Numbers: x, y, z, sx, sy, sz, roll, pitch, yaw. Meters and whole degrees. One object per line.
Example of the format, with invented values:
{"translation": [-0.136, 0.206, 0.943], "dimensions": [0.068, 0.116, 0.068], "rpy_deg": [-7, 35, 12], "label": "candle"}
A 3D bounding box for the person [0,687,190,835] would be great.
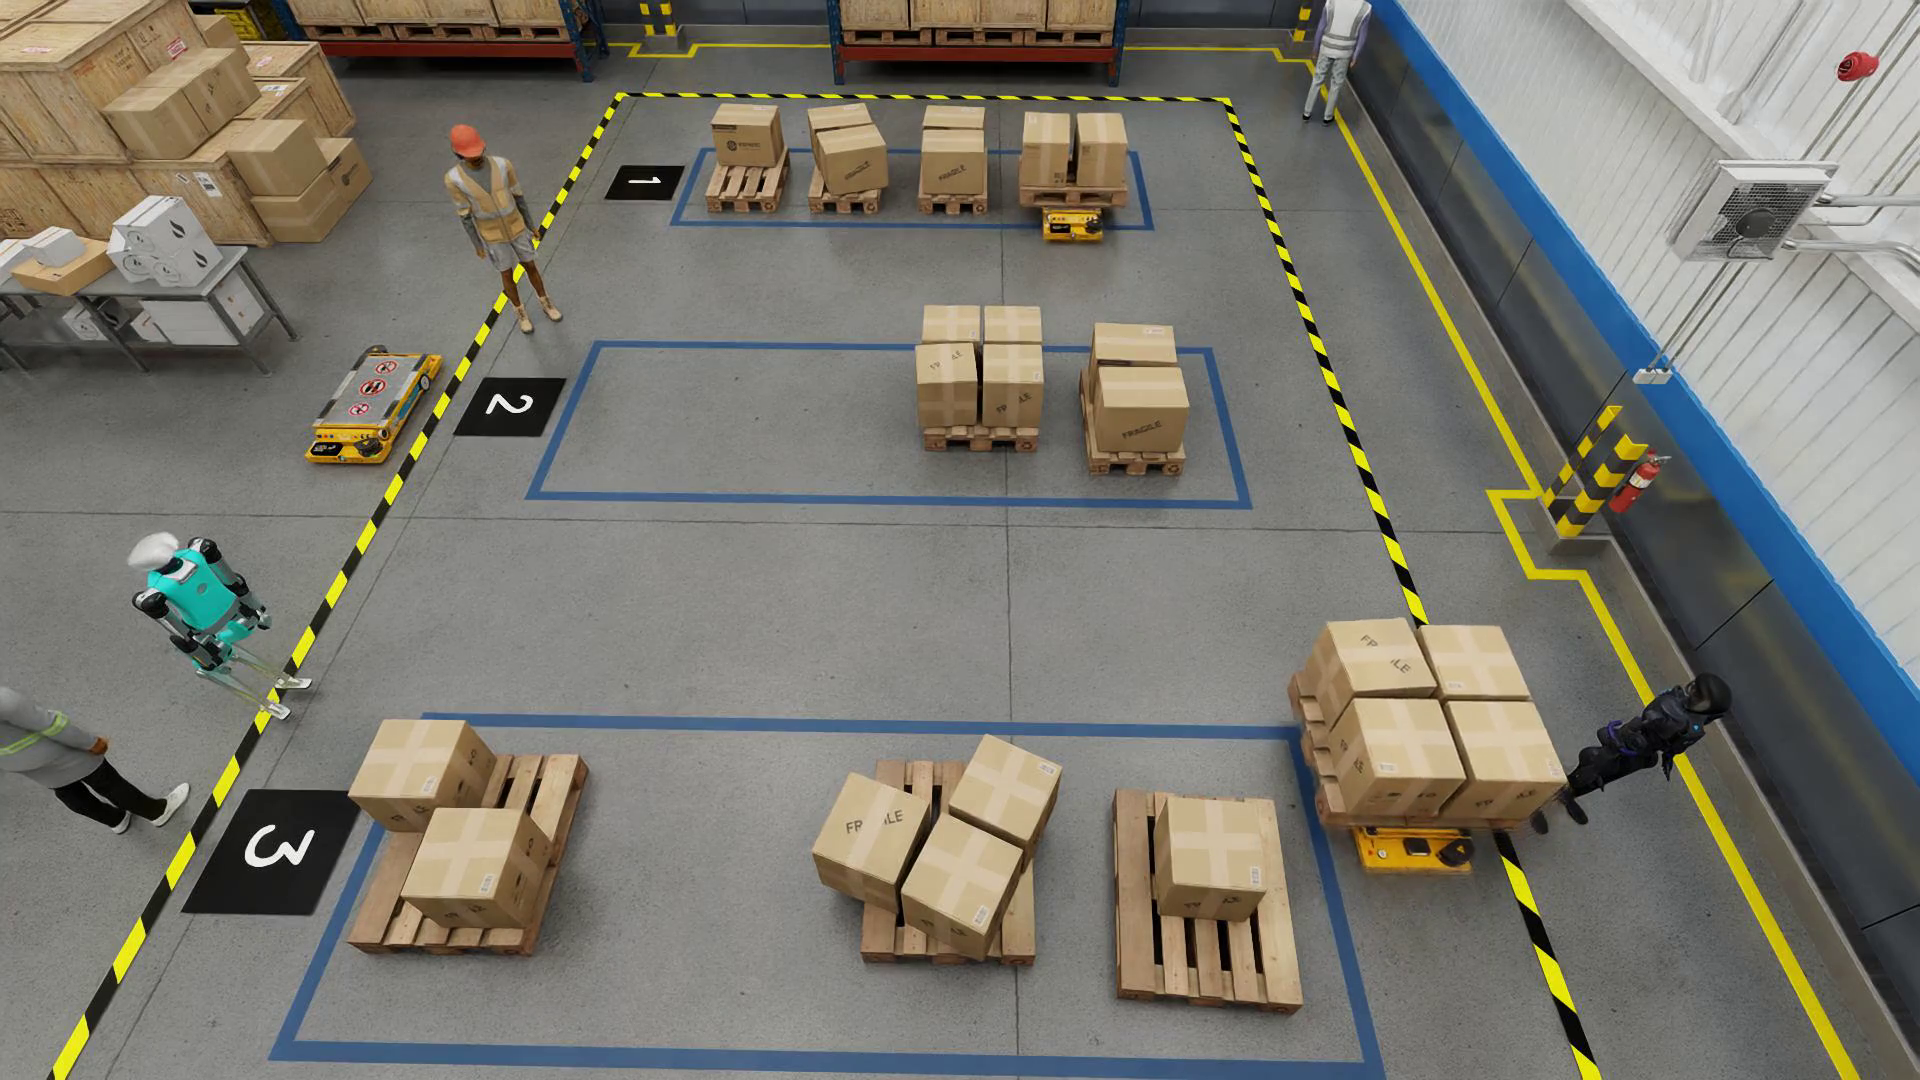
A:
{"translation": [-5.338, 1.182, 5.332], "dimensions": [0.587, 1.848, 0.397], "rpy_deg": [-6, 50, -5], "label": "person"}

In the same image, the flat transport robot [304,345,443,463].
{"translation": [-5.383, -1.269, 8.441], "dimensions": [0.659, 0.231, 1.431], "rpy_deg": [1, 50, 1], "label": "flat transport robot"}

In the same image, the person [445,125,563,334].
{"translation": [-4.310, -2.909, 8.669], "dimensions": [0.613, 2.040, 0.378], "rpy_deg": [-32, 57, -24], "label": "person"}

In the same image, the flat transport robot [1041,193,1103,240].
{"translation": [1.283, -3.988, 10.724], "dimensions": [0.652, 0.197, 1.431], "rpy_deg": [1, 50, 1], "label": "flat transport robot"}

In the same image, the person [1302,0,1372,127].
{"translation": [4.767, -6.202, 11.592], "dimensions": [0.599, 1.827, 0.404], "rpy_deg": [21, 53, 17], "label": "person"}

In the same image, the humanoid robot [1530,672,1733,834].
{"translation": [3.925, 1.262, 5.369], "dimensions": [0.599, 1.653, 0.315], "rpy_deg": [-7, 50, -6], "label": "humanoid robot"}

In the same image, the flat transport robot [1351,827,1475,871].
{"translation": [2.854, 1.461, 6.112], "dimensions": [0.652, 0.197, 1.431], "rpy_deg": [1, 50, 1], "label": "flat transport robot"}

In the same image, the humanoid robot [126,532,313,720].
{"translation": [-4.836, 0.545, 5.855], "dimensions": [0.735, 1.678, 0.533], "rpy_deg": [9, 50, 8], "label": "humanoid robot"}
